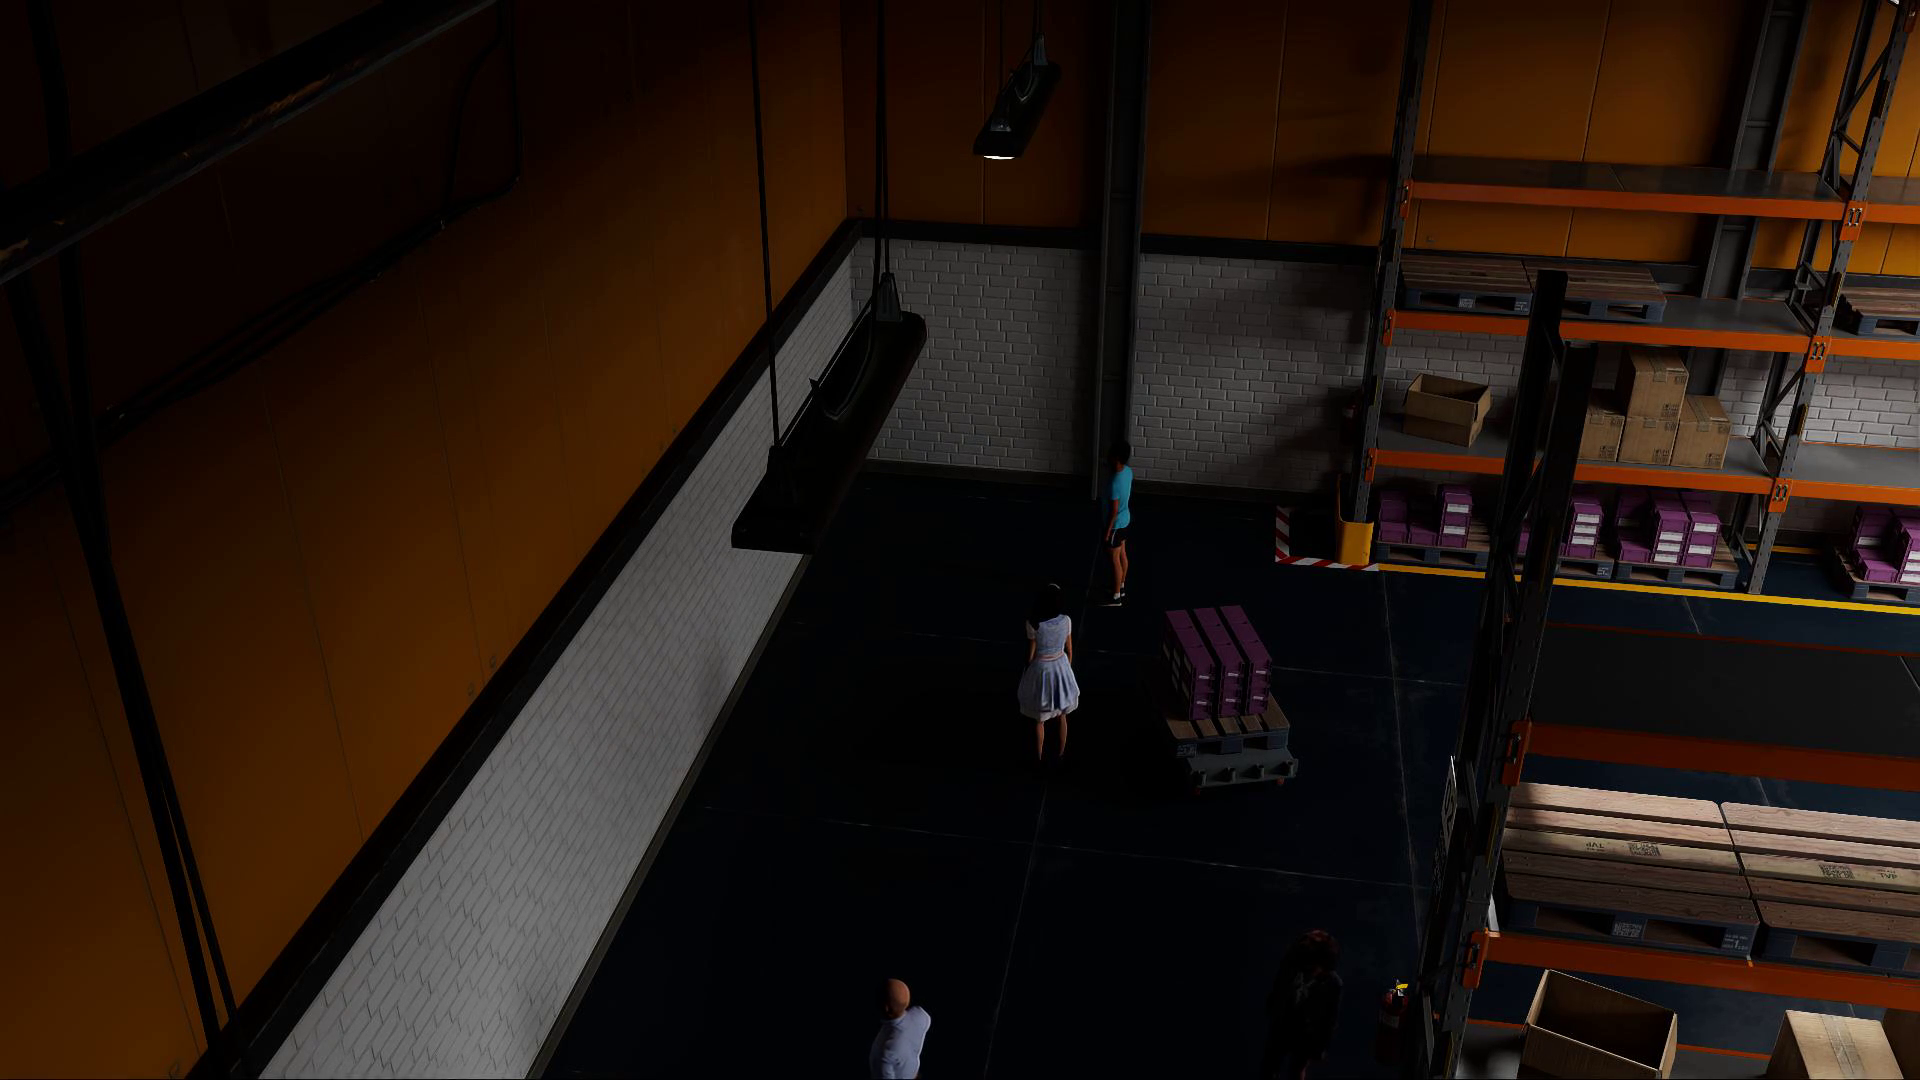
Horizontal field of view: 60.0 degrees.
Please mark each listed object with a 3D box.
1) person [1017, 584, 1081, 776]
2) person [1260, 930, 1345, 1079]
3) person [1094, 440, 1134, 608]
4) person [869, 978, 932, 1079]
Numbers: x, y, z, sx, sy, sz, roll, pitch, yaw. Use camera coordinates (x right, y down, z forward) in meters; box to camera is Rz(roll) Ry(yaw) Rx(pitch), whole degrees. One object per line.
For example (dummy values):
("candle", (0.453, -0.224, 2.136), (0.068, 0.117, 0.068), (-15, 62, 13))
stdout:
("person", (0.744, 1.173, 13.958), (0.781, 1.818, 0.866), (-5, 29, -9))
("person", (2.197, 3.087, 10.603), (0.702, 1.671, 0.828), (22, 36, 35))
("person", (1.554, -0.175, 16.471), (0.580, 1.777, 0.658), (10, 30, 18))
("person", (-0.375, 3.340, 10.011), (0.671, 1.792, 0.701), (14, 31, 23))
